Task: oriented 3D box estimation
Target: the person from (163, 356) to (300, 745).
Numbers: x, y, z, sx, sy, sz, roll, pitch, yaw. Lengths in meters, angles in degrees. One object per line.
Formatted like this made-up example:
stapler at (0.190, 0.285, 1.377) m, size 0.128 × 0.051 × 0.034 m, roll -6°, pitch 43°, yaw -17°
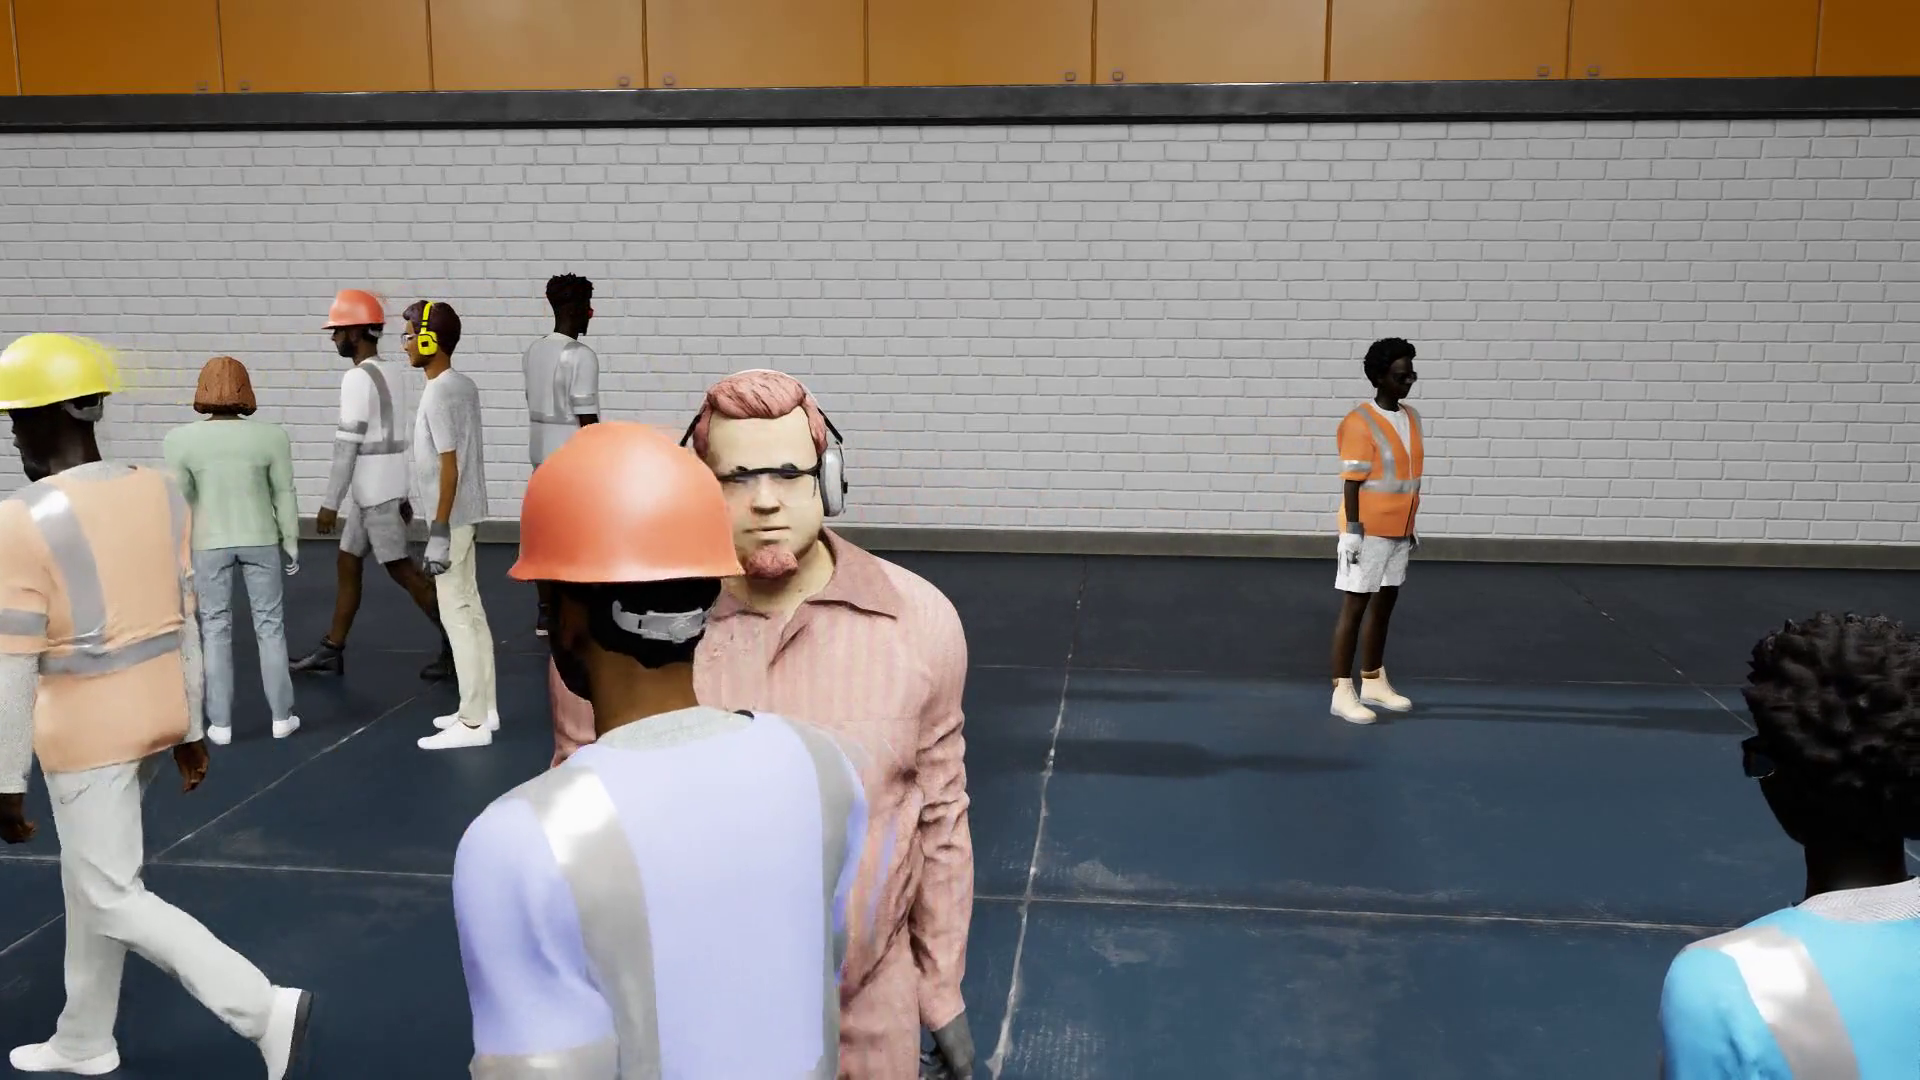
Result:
person at (-3.052, 0.046, 7.012) m, size 0.509 × 1.632 × 0.269 m, roll -4°, pitch 11°, yaw -22°

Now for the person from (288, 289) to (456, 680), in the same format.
person at (-2.786, -0.244, 7.957) m, size 0.982 × 1.895 × 0.565 m, roll -1°, pitch 10°, yaw -6°

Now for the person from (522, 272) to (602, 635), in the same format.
person at (-2.081, -0.432, 8.835) m, size 0.607 × 1.958 × 0.378 m, roll 10°, pitch 14°, yaw 44°

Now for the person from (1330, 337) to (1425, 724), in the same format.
person at (1.860, -0.047, 7.363) m, size 0.540 × 1.695 × 0.317 m, roll -9°, pitch 14°, yaw -43°

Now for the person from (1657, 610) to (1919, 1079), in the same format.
person at (0.946, 0.916, 1.844) m, size 0.540 × 1.697 × 0.317 m, roll -4°, pitch 11°, yaw -24°

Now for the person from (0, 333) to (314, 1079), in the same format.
person at (-1.988, 0.449, 3.998) m, size 0.845 × 1.892 × 0.589 m, roll 2°, pitch 10°, yaw 11°

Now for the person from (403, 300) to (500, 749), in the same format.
person at (-2.135, -0.060, 6.947) m, size 0.310 × 1.868 × 0.534 m, roll -1°, pitch 10°, yaw -4°

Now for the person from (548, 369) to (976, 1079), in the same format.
person at (-0.279, 0.701, 2.482) m, size 0.648 × 1.907 × 0.409 m, roll -3°, pitch 10°, yaw -16°

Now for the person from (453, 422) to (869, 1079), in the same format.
person at (-0.366, 0.808, 1.948) m, size 1.000 × 1.875 × 0.570 m, roll 9°, pitch 13°, yaw 41°
